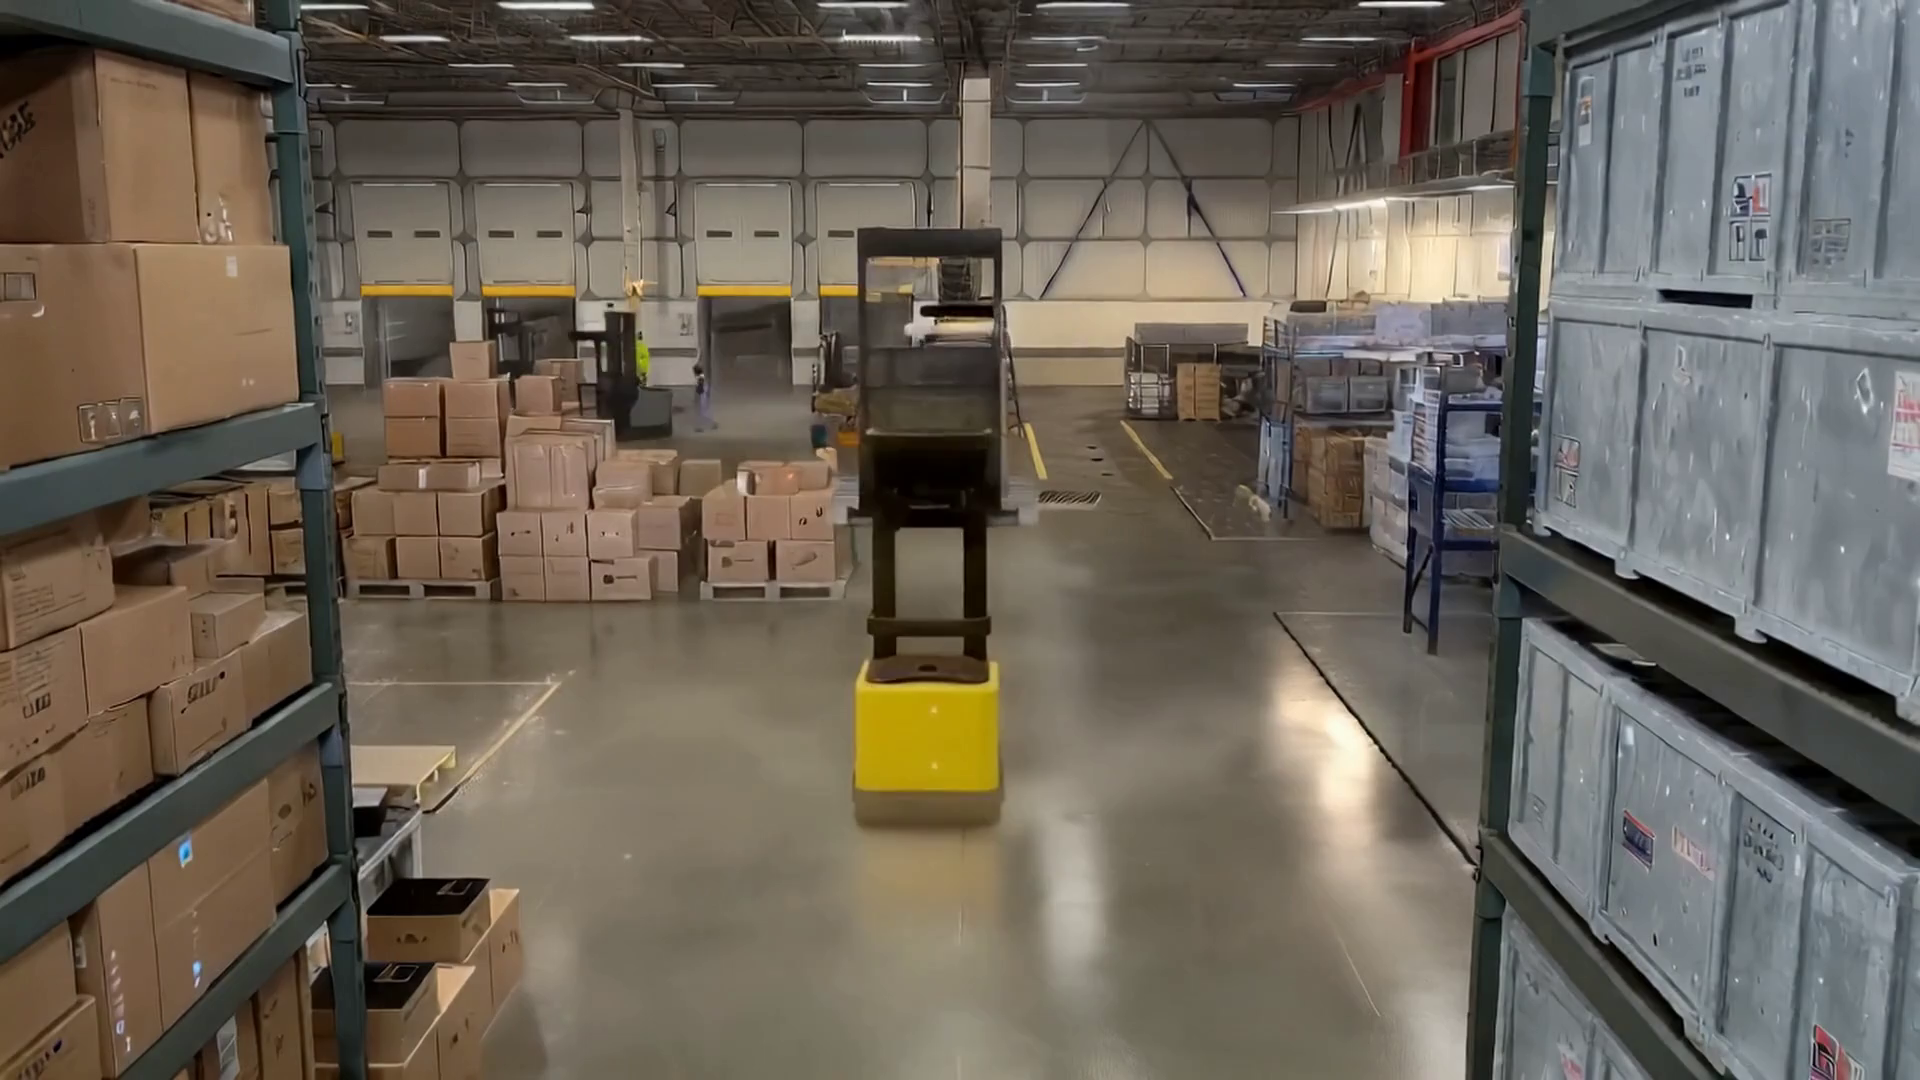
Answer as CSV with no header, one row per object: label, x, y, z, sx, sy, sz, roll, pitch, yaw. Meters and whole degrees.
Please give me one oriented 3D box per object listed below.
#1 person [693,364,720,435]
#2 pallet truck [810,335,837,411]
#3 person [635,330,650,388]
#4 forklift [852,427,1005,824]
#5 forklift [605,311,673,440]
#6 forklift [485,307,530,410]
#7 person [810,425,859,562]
person,-5.792,-3.215,37.905,0.637,1.613,0.548,-5,11,-24
pallet truck,-3.021,-4.312,43.126,1.885,1.965,0.823,3,10,17
person,-9.123,-5.014,47.387,0.548,1.929,0.387,1,10,5
forklift,-0.229,0.544,12.566,1.129,2.768,1.873,0,10,1
forklift,-7.424,-3.634,36.666,1.873,2.768,1.129,-7,12,-36
forklift,-10.754,-4.150,39.646,1.129,2.768,1.873,0,10,1
person,-1.799,-0.603,22.149,1.033,1.856,0.599,2,10,13
